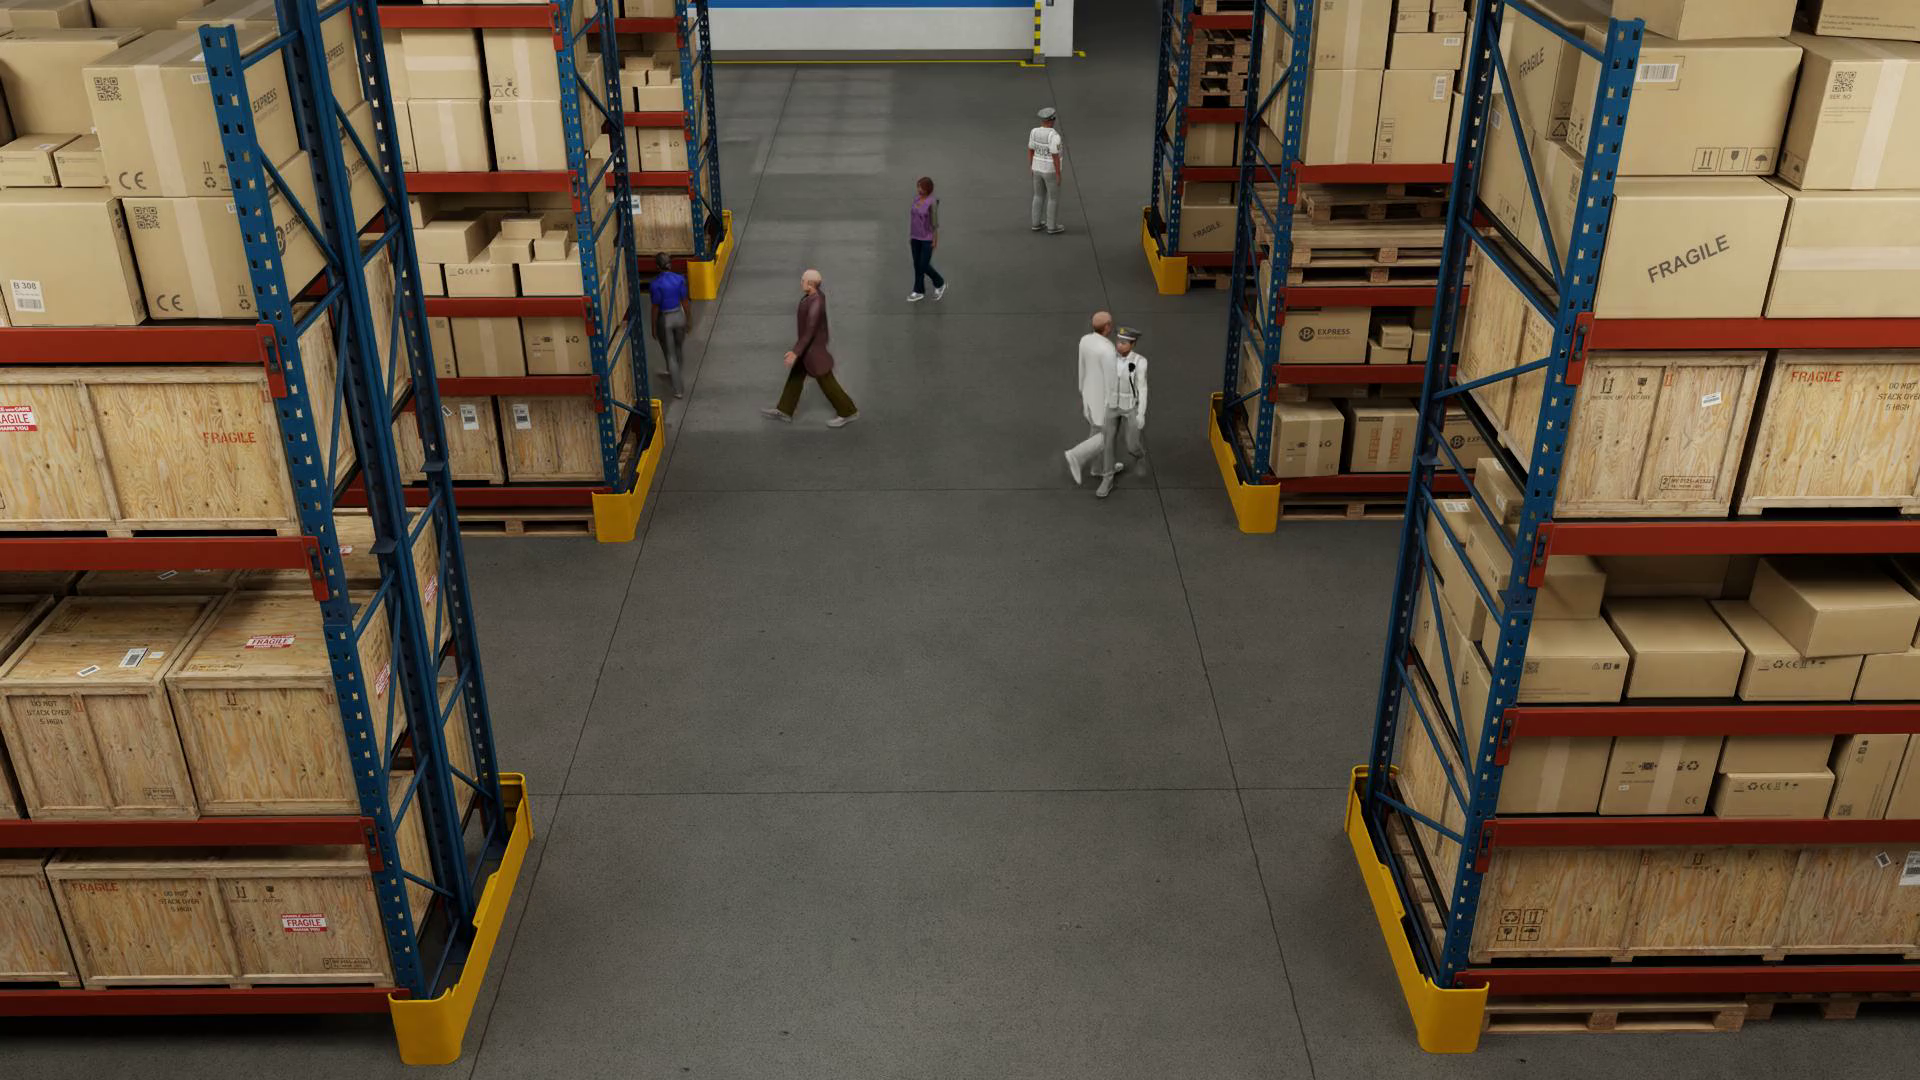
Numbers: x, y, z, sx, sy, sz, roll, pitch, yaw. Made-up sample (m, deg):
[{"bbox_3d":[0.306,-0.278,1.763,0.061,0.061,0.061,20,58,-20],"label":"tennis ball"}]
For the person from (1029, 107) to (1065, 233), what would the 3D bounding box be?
[{"bbox_3d":[1.252,-5.278,23.717,0.530,1.770,0.408,20,34,33],"label":"person"}]

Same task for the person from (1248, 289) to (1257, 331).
[{"bbox_3d":[3.445,-2.327,18.245,0.589,1.741,0.455,24,37,37],"label":"person"}]

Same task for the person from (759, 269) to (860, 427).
[{"bbox_3d":[-1.630,-2.029,17.680,1.090,1.740,0.585,-3,28,-5],"label":"person"}]

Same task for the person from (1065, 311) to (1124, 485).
[{"bbox_3d":[1.360,-1.411,16.505,0.765,1.776,0.590,-13,31,-23],"label":"person"}]

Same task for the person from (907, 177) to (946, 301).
[{"bbox_3d":[-0.470,-3.834,21.191,0.500,1.593,0.432,-25,37,-38],"label":"person"}]

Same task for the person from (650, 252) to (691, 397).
[{"bbox_3d":[-3.280,-2.444,18.571,0.460,1.657,0.653,-20,34,-32],"label":"person"}]

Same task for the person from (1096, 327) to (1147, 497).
[{"bbox_3d":[1.585,-1.283,16.339,0.505,1.687,0.640,13,31,23],"label":"person"}]
